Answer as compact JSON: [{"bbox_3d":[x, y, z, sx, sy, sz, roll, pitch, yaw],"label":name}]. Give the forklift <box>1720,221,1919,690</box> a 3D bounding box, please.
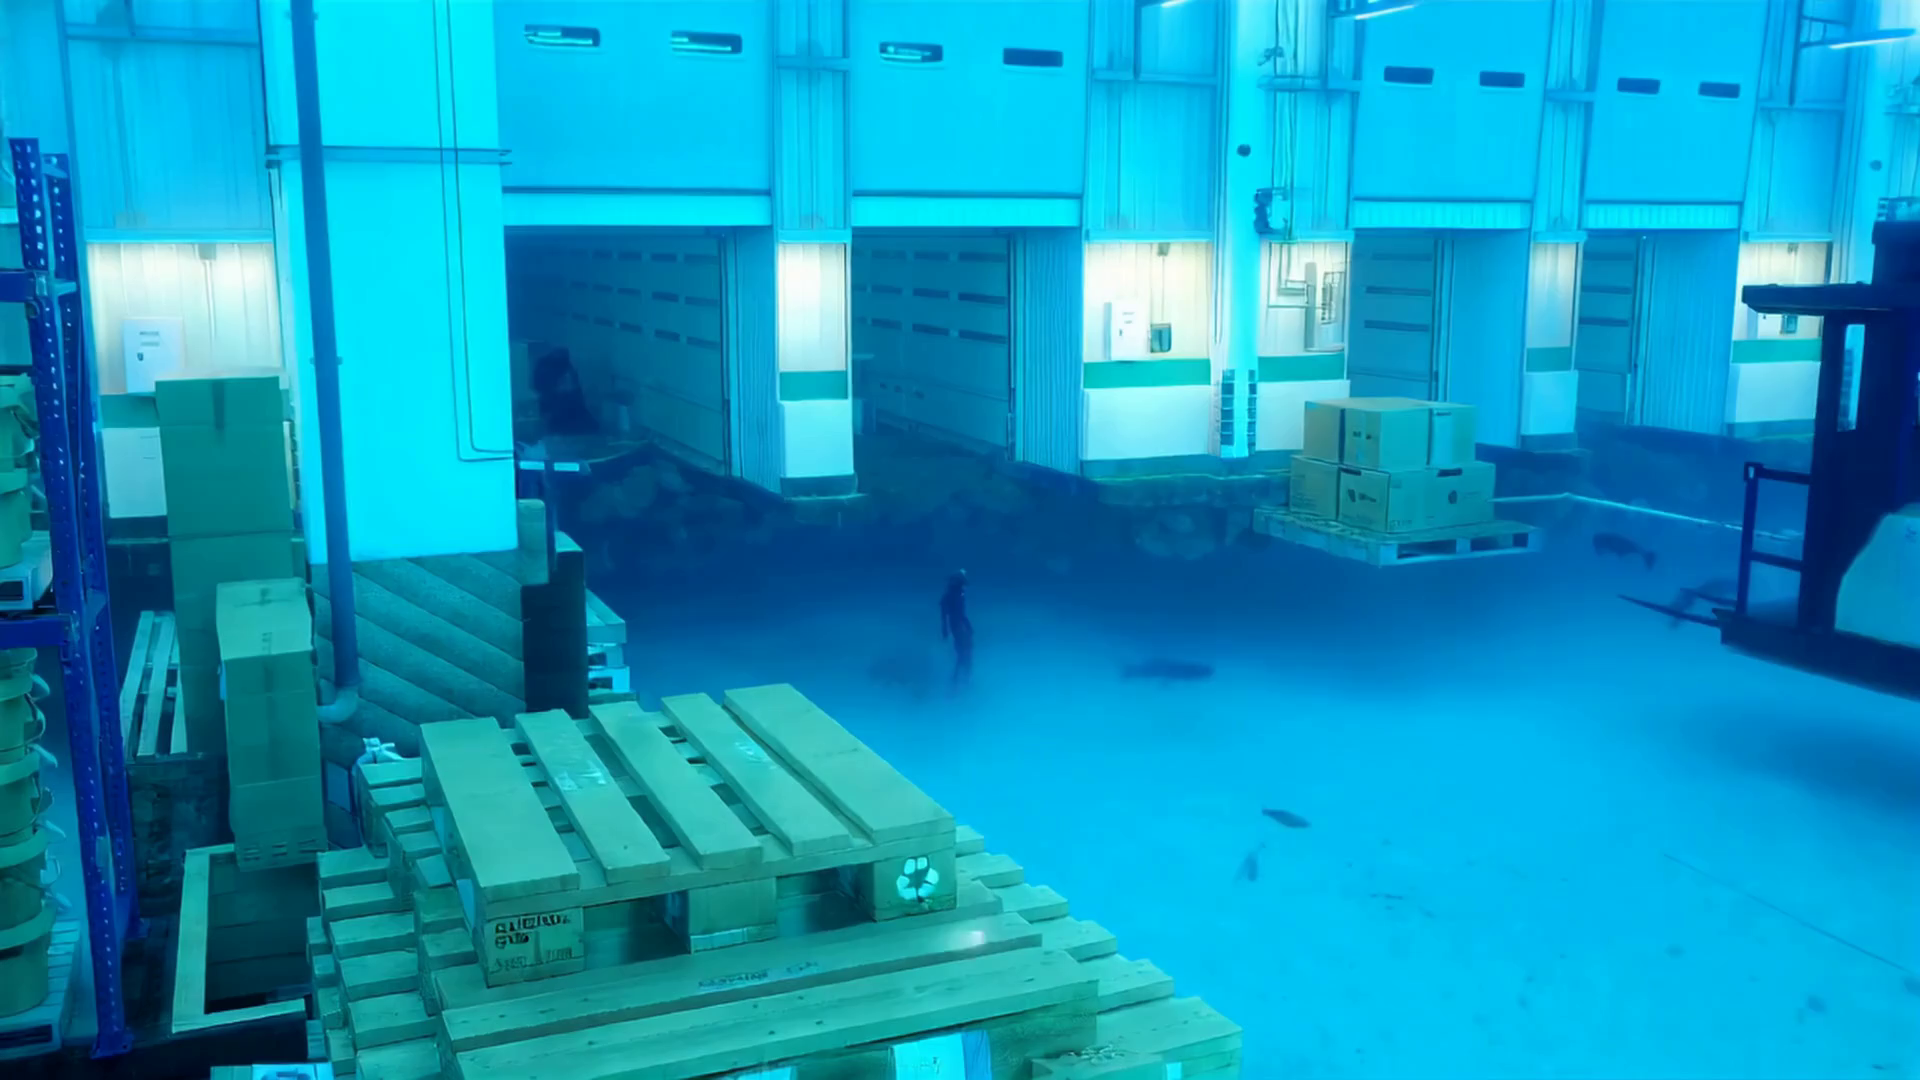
[{"bbox_3d":[5.951,-0.550,10.218,1.129,2.768,1.873,-4,11,-23],"label":"forklift"}]
